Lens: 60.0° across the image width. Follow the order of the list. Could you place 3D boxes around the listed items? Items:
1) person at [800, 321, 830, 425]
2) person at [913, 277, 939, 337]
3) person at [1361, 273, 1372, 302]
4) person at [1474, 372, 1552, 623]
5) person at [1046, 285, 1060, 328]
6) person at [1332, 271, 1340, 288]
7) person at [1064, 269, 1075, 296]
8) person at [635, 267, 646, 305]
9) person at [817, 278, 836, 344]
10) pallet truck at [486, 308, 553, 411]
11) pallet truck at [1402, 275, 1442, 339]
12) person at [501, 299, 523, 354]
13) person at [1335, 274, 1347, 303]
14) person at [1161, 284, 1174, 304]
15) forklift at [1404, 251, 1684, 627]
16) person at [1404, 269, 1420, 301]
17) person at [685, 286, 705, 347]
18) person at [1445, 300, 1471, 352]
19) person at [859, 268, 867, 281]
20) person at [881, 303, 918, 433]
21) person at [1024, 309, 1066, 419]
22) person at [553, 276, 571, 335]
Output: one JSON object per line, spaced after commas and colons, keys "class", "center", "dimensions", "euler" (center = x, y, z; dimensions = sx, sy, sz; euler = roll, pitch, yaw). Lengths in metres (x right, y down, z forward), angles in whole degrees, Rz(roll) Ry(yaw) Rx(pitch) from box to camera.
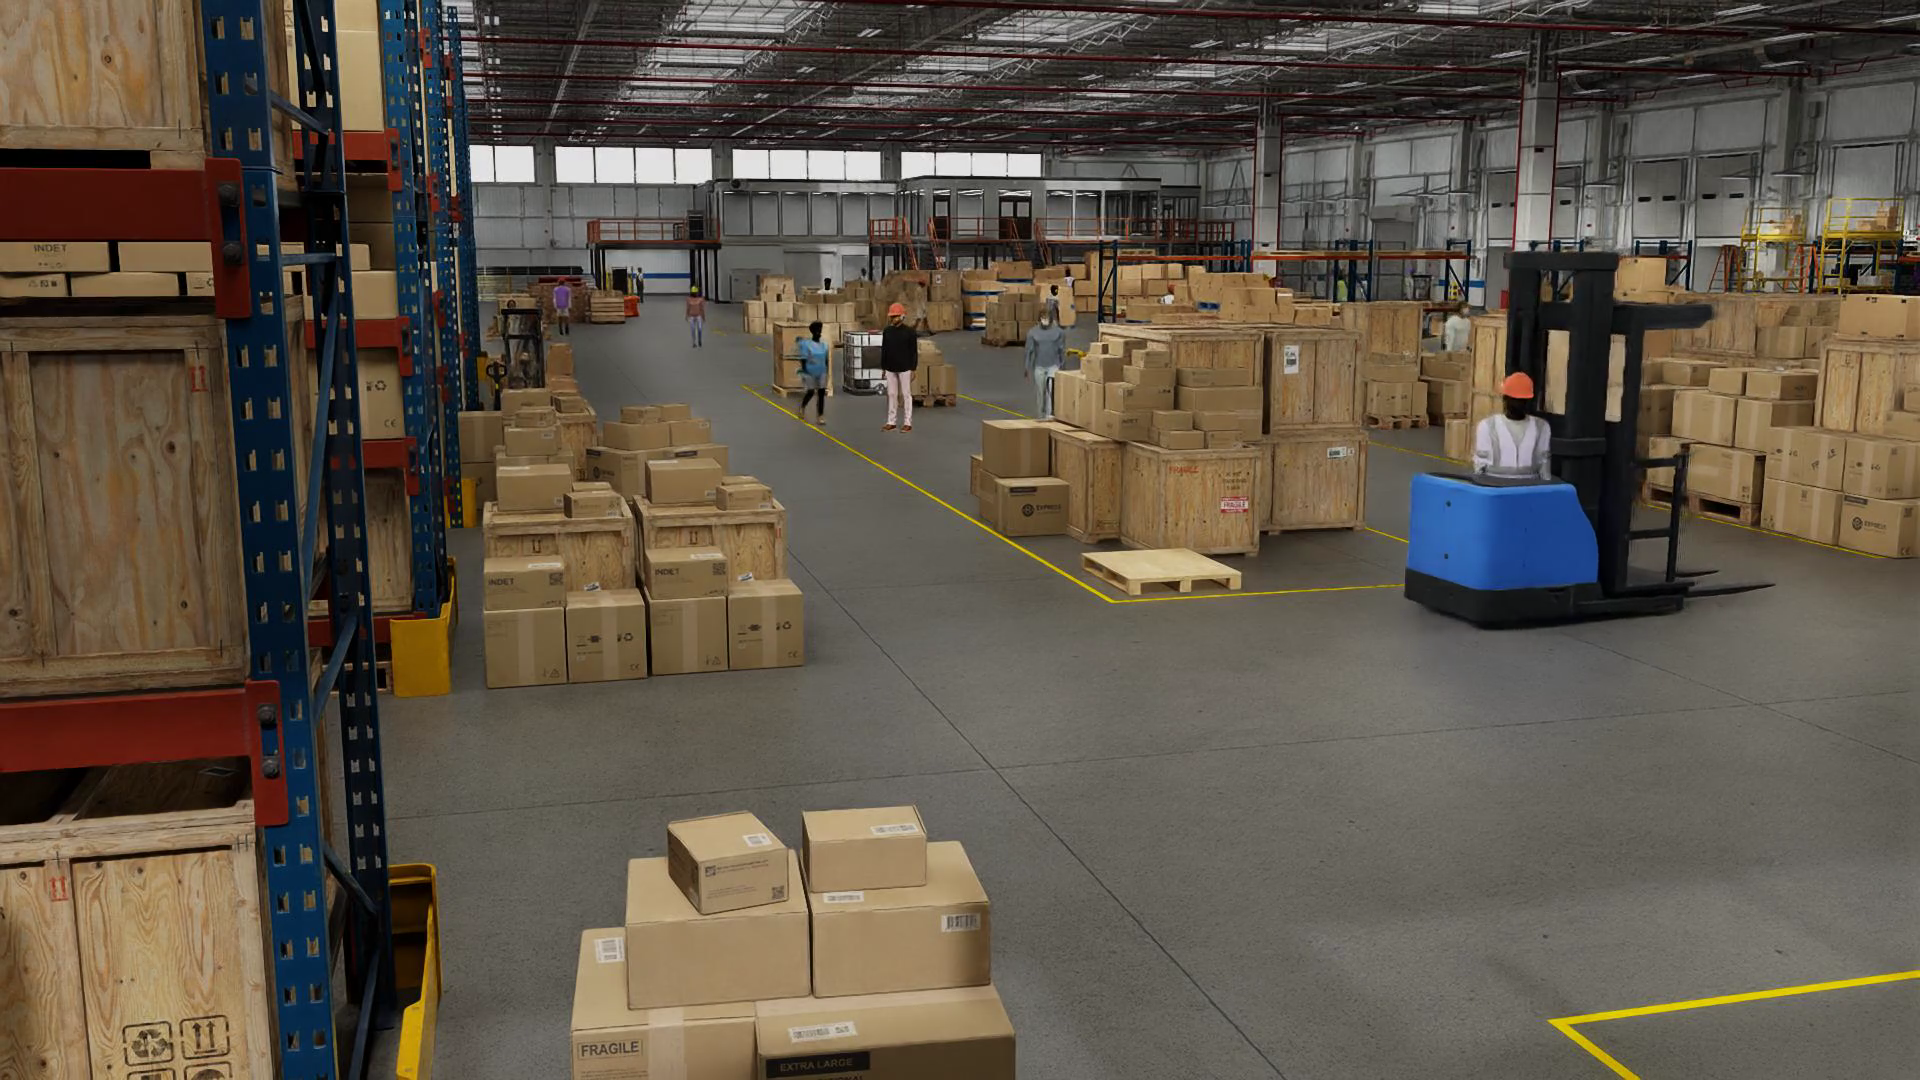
{"class": "person", "center": [-2.353, -2.698, 26.813], "dimensions": [0.547, 1.683, 0.494], "euler": [-7, 12, -33]}
{"class": "person", "center": [-1.112, -7.328, 52.445], "dimensions": [0.935, 1.893, 0.576], "euler": [0, 10, 0]}
{"class": "person", "center": [15.659, -9.401, 64.326], "dimensions": [0.667, 1.848, 0.535], "euler": [-8, 13, -39]}
{"class": "person", "center": [4.224, -0.316, 12.684], "dimensions": [0.546, 1.913, 0.657], "euler": [1, 10, 3]}
{"class": "person", "center": [2.465, -5.825, 44.061], "dimensions": [0.320, 1.860, 0.511], "euler": [-8, 13, -37]}
{"class": "person", "center": [17.896, -11.971, 78.924], "dimensions": [0.436, 1.835, 0.672], "euler": [5, 11, 28]}
{"class": "person", "center": [4.493, -10.325, 69.390], "dimensions": [0.590, 1.910, 0.375], "euler": [3, 10, 16]}
{"class": "person", "center": [-15.739, -12.496, 81.865], "dimensions": [0.513, 1.843, 0.334], "euler": [7, 12, 35]}
{"class": "person", "center": [-3.882, -6.680, 48.607], "dimensions": [0.602, 1.959, 0.368], "euler": [-4, 11, -23]}
{"class": "pallet truck", "center": [-6.242, -2.418, 24.362], "dimensions": [0.823, 1.965, 1.885], "euler": [1, 10, 3]}
{"class": "pallet truck", "center": [14.620, -7.324, 52.145], "dimensions": [0.823, 1.965, 1.885], "euler": [8, 13, 40]}
{"class": "person", "center": [-10.469, -4.806, 38.893], "dimensions": [0.515, 1.642, 0.314], "euler": [-5, 11, -28]}
{"class": "person", "center": [14.846, -9.484, 64.978], "dimensions": [0.633, 1.799, 0.979], "euler": [-4, 11, -19]}
{"class": "person", "center": [5.526, -5.732, 43.458], "dimensions": [0.576, 1.882, 0.362], "euler": [7, 12, 34]}
{"class": "forklift", "center": [4.576, -0.842, 12.939], "dimensions": [1.873, 2.768, 1.129], "euler": [-4, 11, -19]}
{"class": "person", "center": [19.180, -10.502, 70.416], "dimensions": [0.609, 1.894, 0.995], "euler": [-3, 10, -15]}
{"class": "person", "center": [-7.525, -6.324, 47.203], "dimensions": [0.546, 1.742, 0.684], "euler": [-1, 10, -6]}
{"class": "person", "center": [8.990, -3.405, 30.236], "dimensions": [0.632, 1.909, 0.908], "euler": [-5, 11, -28]}
{"class": "person", "center": [-4.383, -11.438, 75.814], "dimensions": [1.006, 1.869, 0.592], "euler": [4, 11, 21]}
{"class": "person", "center": [-0.956, -2.648, 25.674], "dimensions": [0.623, 1.992, 0.396], "euler": [5, 11, 28]}
{"class": "person", "center": [1.334, -2.677, 26.162], "dimensions": [0.655, 1.882, 1.039], "euler": [1, 10, 4]}
{"class": "person", "center": [-12.943, -7.616, 54.032], "dimensions": [0.562, 1.922, 0.432], "euler": [-4, 11, -20]}
